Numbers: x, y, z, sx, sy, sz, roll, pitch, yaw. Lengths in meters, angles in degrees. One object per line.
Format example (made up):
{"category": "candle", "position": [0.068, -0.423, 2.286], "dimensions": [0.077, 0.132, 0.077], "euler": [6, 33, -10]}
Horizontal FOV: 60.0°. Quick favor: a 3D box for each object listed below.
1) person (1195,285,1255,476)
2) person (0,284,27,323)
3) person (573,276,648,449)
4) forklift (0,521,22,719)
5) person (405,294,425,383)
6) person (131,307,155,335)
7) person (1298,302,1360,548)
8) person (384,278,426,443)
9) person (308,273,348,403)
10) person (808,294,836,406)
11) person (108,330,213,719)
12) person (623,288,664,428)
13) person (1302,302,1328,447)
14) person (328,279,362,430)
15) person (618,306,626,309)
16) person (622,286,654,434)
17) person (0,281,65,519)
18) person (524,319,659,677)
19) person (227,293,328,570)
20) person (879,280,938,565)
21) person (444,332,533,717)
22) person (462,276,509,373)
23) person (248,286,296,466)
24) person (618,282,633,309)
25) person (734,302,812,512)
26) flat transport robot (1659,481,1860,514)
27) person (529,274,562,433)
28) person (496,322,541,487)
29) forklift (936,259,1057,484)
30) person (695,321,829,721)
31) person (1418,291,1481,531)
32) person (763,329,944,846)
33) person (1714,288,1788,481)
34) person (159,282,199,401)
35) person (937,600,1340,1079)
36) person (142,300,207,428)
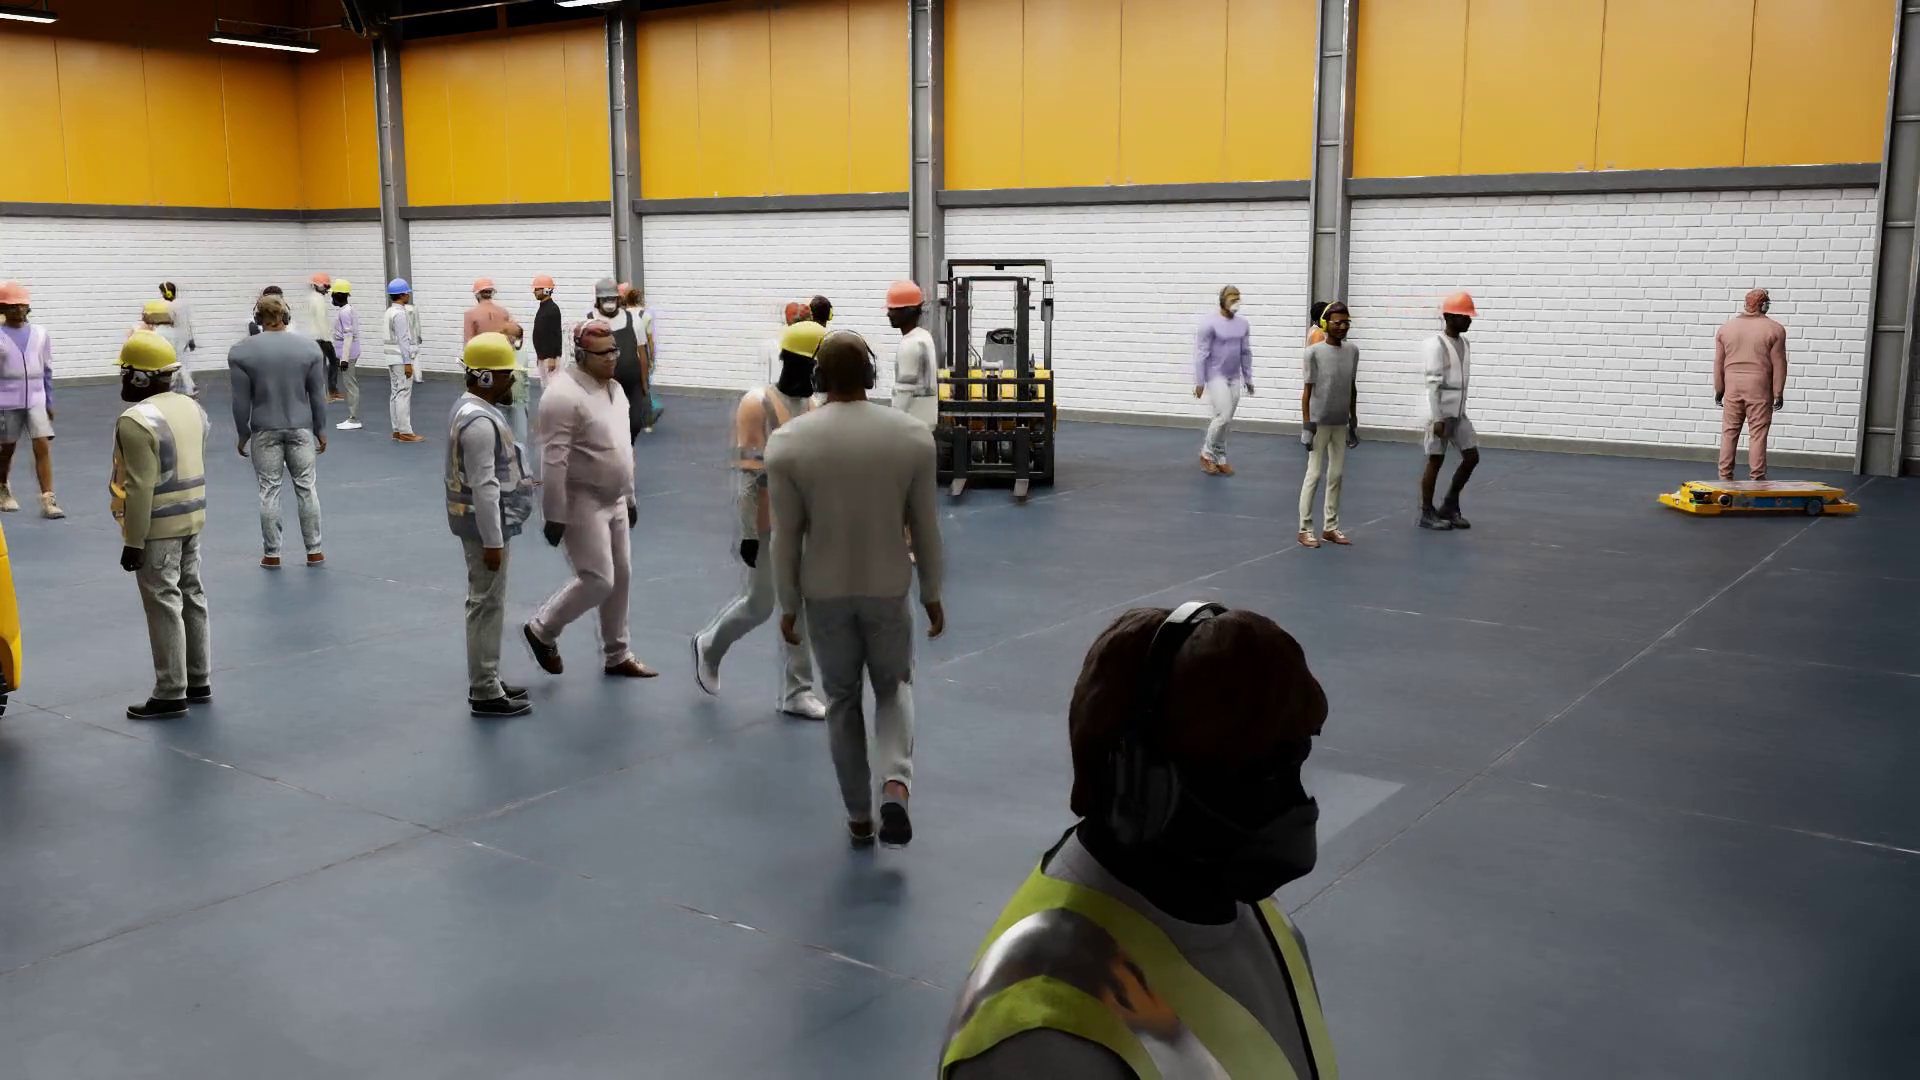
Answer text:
{"category": "person", "position": [2.655, -1.588, 16.682], "dimensions": [0.646, 1.922, 0.441], "euler": [-8, 12, -39]}
{"category": "person", "position": [-14.828, -3.072, 25.914], "dimensions": [0.672, 1.825, 0.592], "euler": [1, 10, 6]}
{"category": "person", "position": [-3.358, -1.543, 16.054], "dimensions": [0.697, 2.000, 0.599], "euler": [-4, 10, -23]}
{"category": "forklift", "position": [-5.296, -0.090, 6.943], "dimensions": [1.214, 2.155, 2.313], "euler": [7, 12, 35]}
{"category": "person", "position": [-9.751, -3.563, 29.305], "dimensions": [0.546, 1.632, 0.355], "euler": [0, 10, 3]}
{"category": "person", "position": [-10.476, -2.241, 21.499], "dimensions": [0.736, 1.612, 0.533], "euler": [7, 12, 36]}
{"category": "person", "position": [2.800, -0.869, 12.588], "dimensions": [0.513, 1.862, 0.347], "euler": [-4, 10, -24]}
{"category": "person", "position": [-6.648, -2.127, 19.796], "dimensions": [0.379, 1.951, 0.607], "euler": [-6, 11, -31]}
{"category": "person", "position": [-9.566, -3.058, 25.254], "dimensions": [0.670, 1.975, 0.651], "euler": [-4, 10, -22]}
{"category": "person", "position": [-1.195, -1.178, 14.381], "dimensions": [0.508, 1.874, 0.329], "euler": [-4, 10, -23]}
{"category": "person", "position": [-3.801, -0.072, 7.899], "dimensions": [0.404, 1.837, 0.590], "euler": [0, 10, 2]}
{"category": "person", "position": [-4.098, -2.337, 21.434], "dimensions": [0.514, 1.816, 0.615], "euler": [3, 10, 18]}
{"category": "person", "position": [4.139, -1.919, 19.335], "dimensions": [0.320, 1.694, 0.531], "euler": [2, 10, 11]}
{"category": "person", "position": [-7.903, -2.386, 21.401], "dimensions": [0.363, 1.930, 0.587], "euler": [-3, 10, -19]}
{"category": "person", "position": [-4.268, -2.152, 20.935], "dimensions": [0.527, 1.617, 0.684], "euler": [4, 10, 23]}
{"category": "person", "position": [-4.060, -2.227, 20.710], "dimensions": [0.516, 1.843, 0.326], "euler": [-4, 10, -25]}
{"category": "person", "position": [-8.004, -1.190, 14.105], "dimensions": [1.044, 2.004, 0.627], "euler": [8, 12, 39]}
{"category": "person", "position": [-1.911, -0.182, 8.460], "dimensions": [0.564, 1.883, 0.762], "euler": [3, 10, 15]}
{"category": "person", "position": [-4.763, -0.754, 11.671], "dimensions": [0.629, 1.936, 0.373], "euler": [-5, 11, -26]}
{"category": "person", "position": [-0.420, -0.818, 11.792], "dimensions": [0.647, 2.019, 0.637], "euler": [1, 10, 6]}
{"category": "person", "position": [-2.235, -0.070, 7.928], "dimensions": [0.403, 1.826, 0.592], "euler": [-3, 10, -19]}
{"category": "person", "position": [-5.711, -2.193, 20.126], "dimensions": [0.647, 1.972, 0.628], "euler": [9, 13, 42]}
{"category": "person", "position": [-7.115, -1.703, 17.417], "dimensions": [0.594, 1.895, 0.607], "euler": [5, 11, 27]}
{"category": "person", "position": [-4.676, -2.609, 22.908], "dimensions": [1.002, 1.888, 0.546], "euler": [6, 11, 32]}
{"category": "person", "position": [-1.455, -1.027, 13.624], "dimensions": [0.971, 1.838, 0.593], "euler": [5, 11, 25]}
{"category": "flat transport robot", "position": [6.893, -0.375, 14.359], "dimensions": [1.431, 0.197, 0.652], "euler": [0, 10, -3]}
{"category": "person", "position": [-5.143, -2.302, 20.713], "dimensions": [0.378, 1.995, 0.612], "euler": [-6, 11, -31]}
{"category": "person", "position": [-4.328, -1.289, 15.897], "dimensions": [0.539, 1.590, 0.876], "euler": [-8, 13, -40]}
{"category": "forklift", "position": [0.370, -1.738, 16.759], "dimensions": [1.214, 2.155, 2.313], "euler": [1, 10, 3]}
{"category": "person", "position": [-0.923, -0.100, 7.935], "dimensions": [0.771, 1.880, 0.641], "euler": [7, 12, 36]}
{"category": "person", "position": [3.913, -1.012, 13.270], "dimensions": [0.553, 1.919, 0.510], "euler": [-7, 12, -36]}
{"category": "person", "position": [-0.375, 0.207, 5.993], "dimensions": [0.650, 1.919, 0.558], "euler": [-1, 10, -7]}
{"category": "person", "position": [7.456, -1.415, 15.688], "dimensions": [0.401, 1.906, 0.651], "euler": [-9, 13, -43]}
{"category": "person", "position": [-12.025, -3.050, 25.604], "dimensions": [0.405, 1.844, 0.570], "euler": [0, 10, 2]}
{"category": "person", "position": [0.215, 0.965, 1.714], "dimensions": [0.429, 1.840, 0.636], "euler": [3, 10, 20]}
{"category": "person", "position": [-8.996, -1.872, 18.943], "dimensions": [0.554, 1.723, 0.492], "euler": [-1, 10, -7]}
